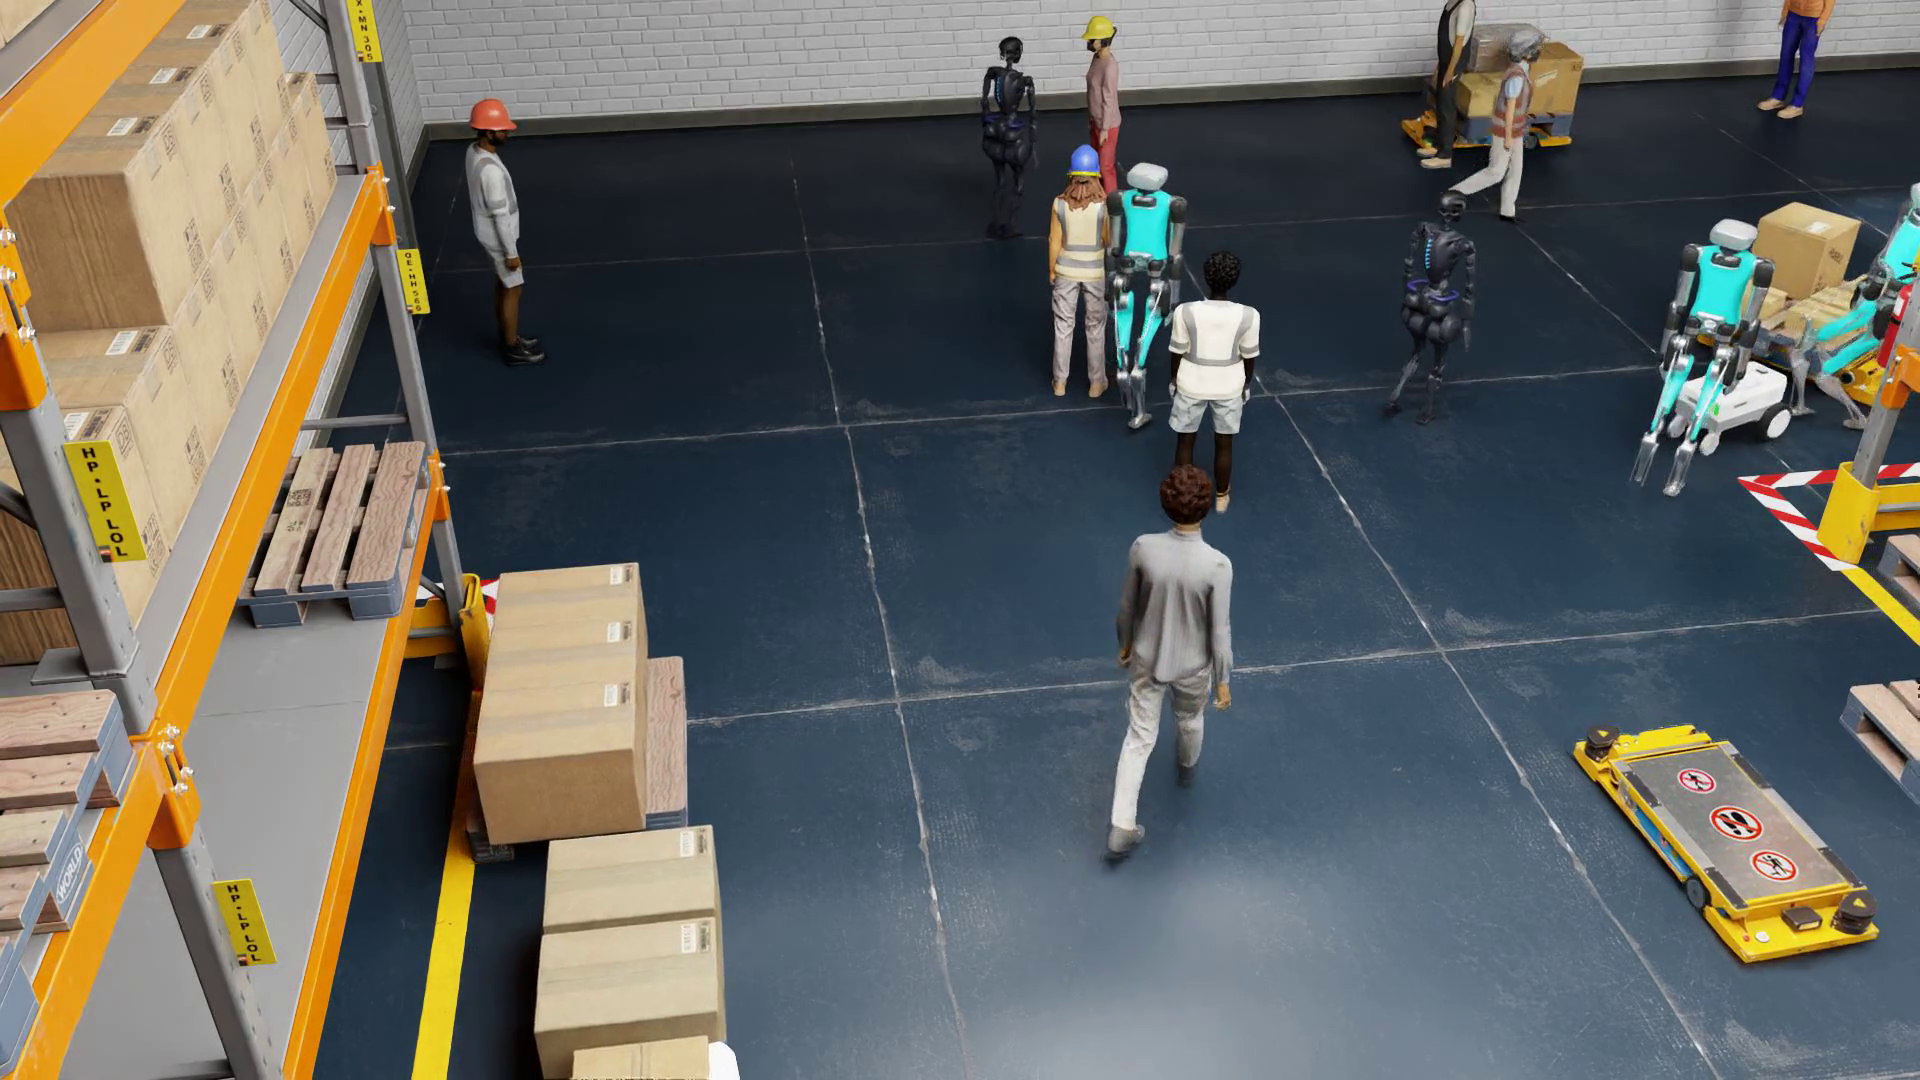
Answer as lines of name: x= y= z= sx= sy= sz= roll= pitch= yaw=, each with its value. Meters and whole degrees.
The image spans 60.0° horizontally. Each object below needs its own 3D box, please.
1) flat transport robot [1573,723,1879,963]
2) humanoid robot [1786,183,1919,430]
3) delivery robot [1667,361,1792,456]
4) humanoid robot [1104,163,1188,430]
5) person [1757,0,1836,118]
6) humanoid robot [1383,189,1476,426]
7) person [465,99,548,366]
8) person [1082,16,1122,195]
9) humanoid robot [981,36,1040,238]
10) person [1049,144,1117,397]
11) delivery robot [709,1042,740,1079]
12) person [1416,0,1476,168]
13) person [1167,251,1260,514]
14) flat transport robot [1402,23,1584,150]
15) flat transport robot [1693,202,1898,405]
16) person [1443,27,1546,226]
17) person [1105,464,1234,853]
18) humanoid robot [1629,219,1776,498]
flat transport robot: x=3.549 y=1.352 z=7.781 sx=0.659 sy=0.231 sz=1.431 roll=-7 pitch=34 yaw=-11
humanoid robot: x=5.741 y=-1.455 z=10.728 sx=0.819 sy=1.761 sz=0.556 roll=0 pitch=33 yaw=-1
delivery robot: x=5.094 y=-0.925 z=10.993 sx=0.769 sy=0.577 sz=0.499 roll=-17 pitch=37 yaw=-24
humanoid robot: x=1.121 y=-1.497 z=10.815 sx=0.550 sy=1.789 sz=0.763 roll=12 pitch=35 yaw=18
person: x=8.208 y=-5.119 z=16.146 sx=0.404 sy=1.972 sz=0.519 roll=-16 pitch=36 yaw=-22
humanoid robot: x=3.112 y=-1.508 z=10.873 sx=0.340 sy=1.643 sz=0.615 roll=-21 pitch=39 yaw=-29
person: x=-3.181 y=-2.131 z=11.608 sx=0.382 sy=1.924 sz=0.546 roll=-15 pitch=36 yaw=-22
person: x=1.154 y=-3.460 z=13.793 sx=0.343 sy=1.756 sz=0.516 roll=-6 pitch=34 yaw=-9
humanoid robot: x=0.399 y=-3.281 z=13.592 sx=0.610 sy=1.654 sz=0.324 roll=24 pitch=40 yaw=32
person: x=0.825 y=-1.797 z=11.222 sx=0.461 sy=1.781 sz=0.305 roll=5 pitch=33 yaw=7
delivery robot: x=-0.938 y=2.258 z=6.128 sx=0.499 sy=0.592 sz=0.774 roll=-9 pitch=34 yaw=-13
person: x=4.411 y=-4.293 z=14.996 sx=0.327 sy=1.838 sz=0.507 roll=4 pitch=33 yaw=6
person: x=1.495 y=-0.916 z=9.957 sx=0.535 sy=1.691 sz=0.319 roll=2 pitch=33 yaw=3
flat transport robot: x=5.025 y=-3.933 z=15.879 sx=1.431 sy=0.231 sz=0.659 roll=-4 pitch=33 yaw=-5
flat transport robot: x=6.078 y=-1.383 z=11.972 sx=0.659 sy=0.231 sz=1.431 roll=-25 pitch=41 yaw=-33
person: x=4.486 y=-3.429 z=13.821 sx=0.663 sy=1.669 sz=0.451 roll=16 pitch=36 yaw=22
person: x=0.965 y=0.544 z=7.581 sx=0.593 sy=1.846 sz=0.988 roll=11 pitch=35 yaw=17
humanoid robot: x=4.424 y=-0.987 z=10.055 sx=0.546 sy=1.830 sz=0.658 roll=22 pitch=39 yaw=30
